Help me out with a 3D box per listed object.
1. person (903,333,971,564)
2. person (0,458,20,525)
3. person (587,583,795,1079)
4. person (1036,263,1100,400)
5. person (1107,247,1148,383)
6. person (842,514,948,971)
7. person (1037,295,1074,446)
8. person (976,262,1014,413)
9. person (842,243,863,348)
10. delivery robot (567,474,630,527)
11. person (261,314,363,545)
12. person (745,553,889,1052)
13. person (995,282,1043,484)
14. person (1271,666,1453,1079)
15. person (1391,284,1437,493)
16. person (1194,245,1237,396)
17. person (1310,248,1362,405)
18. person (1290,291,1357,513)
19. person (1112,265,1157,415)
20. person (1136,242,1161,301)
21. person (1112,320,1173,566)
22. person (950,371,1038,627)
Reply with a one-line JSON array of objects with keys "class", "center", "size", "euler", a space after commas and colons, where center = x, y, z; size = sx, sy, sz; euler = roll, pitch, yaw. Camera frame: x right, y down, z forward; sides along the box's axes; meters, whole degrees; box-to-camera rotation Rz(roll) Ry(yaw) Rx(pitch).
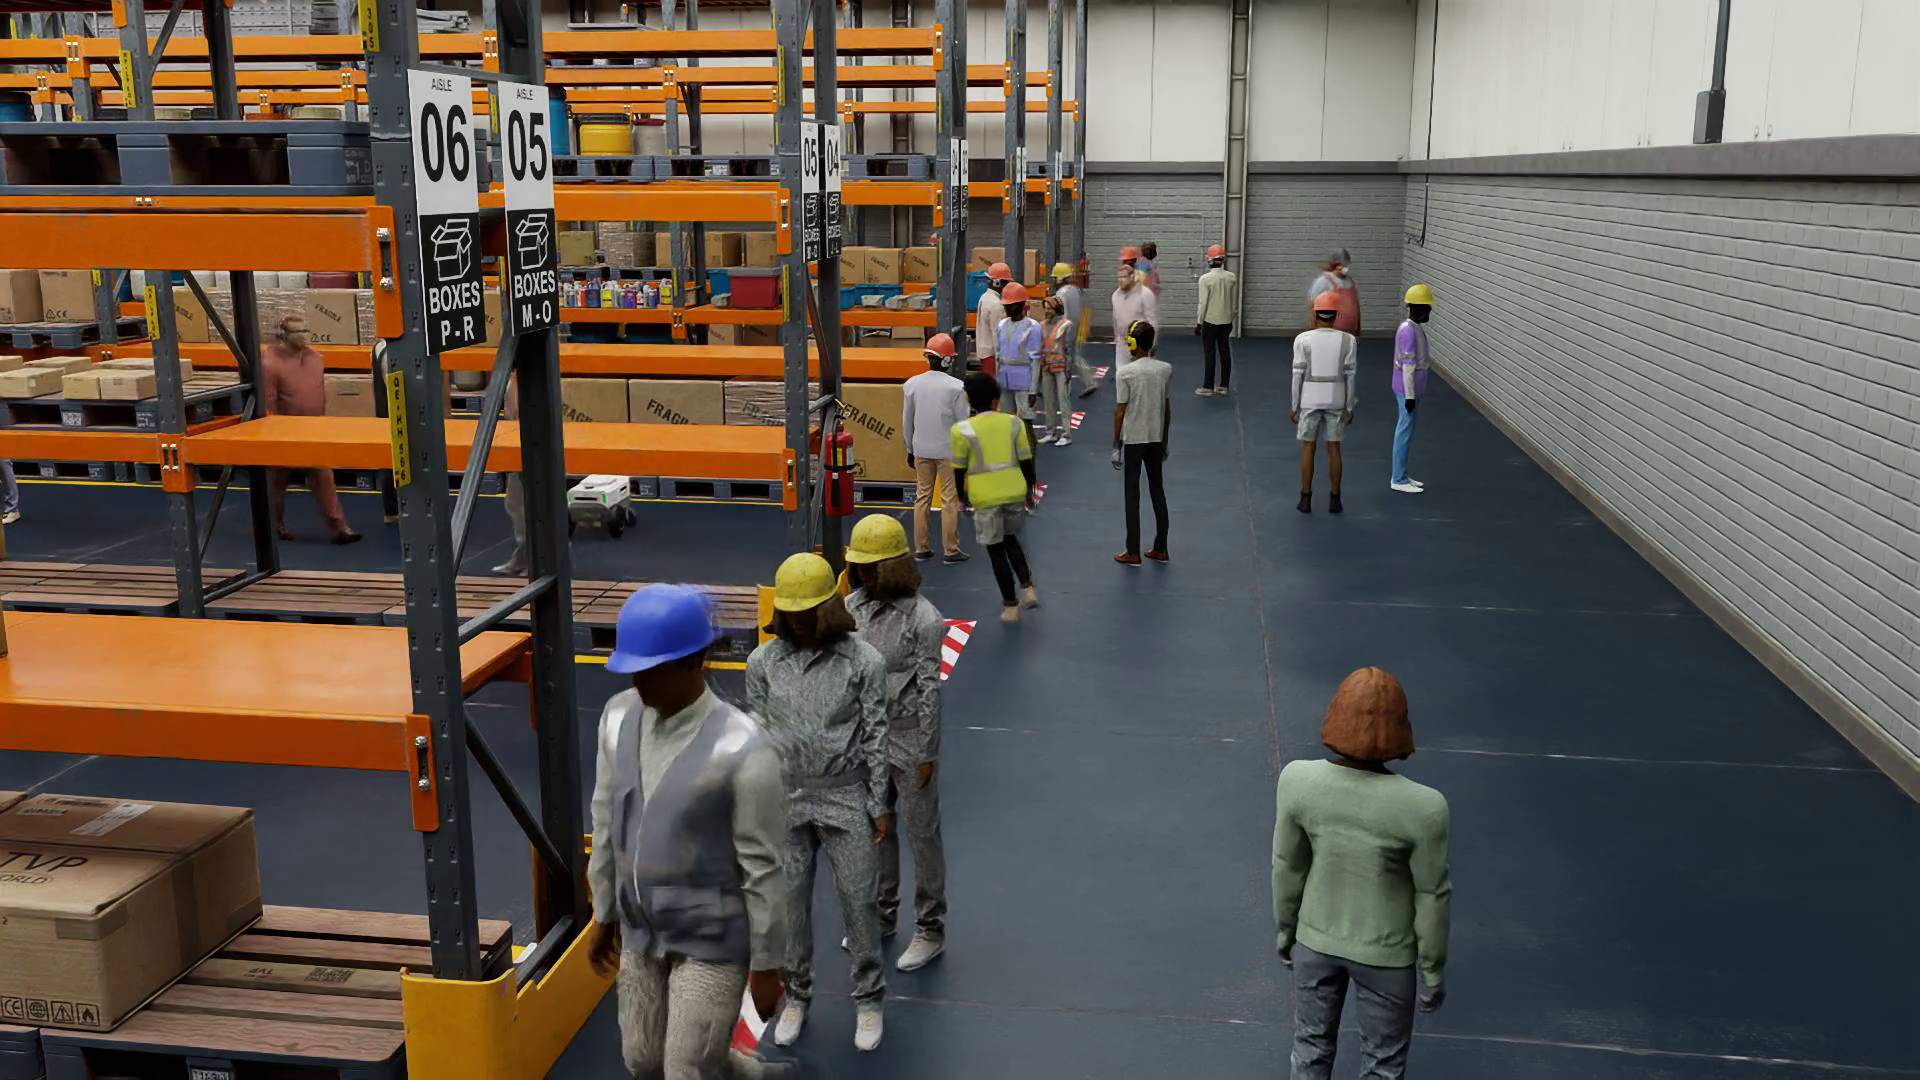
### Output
[{"class": "person", "center": [-0.155, -0.695, 12.663], "size": [0.574, 1.749, 0.337], "euler": [7, 14, 27]}, {"class": "person", "center": [-8.239, -0.997, 13.998], "size": [0.533, 1.767, 0.327], "euler": [3, 13, 13]}, {"class": "person", "center": [-0.699, 1.026, 4.505], "size": [0.619, 1.921, 0.716], "euler": [9, 16, 36]}, {"class": "person", "center": [1.403, -2.708, 21.663], "size": [0.900, 1.797, 0.588], "euler": [7, 14, 28]}, {"class": "person", "center": [2.296, -3.149, 23.375], "size": [0.833, 1.908, 0.574], "euler": [-7, 14, -30]}, {"class": "person", "center": [-0.269, 0.748, 6.200], "size": [0.481, 1.734, 0.350], "euler": [9, 15, 35]}, {"class": "person", "center": [1.040, -1.847, 18.145], "size": [0.312, 1.632, 0.526], "euler": [-12, 17, -43]}, {"class": "person", "center": [0.382, -2.043, 18.233], "size": [0.410, 1.981, 0.629], "euler": [-3, 13, -12]}, {"class": "person", "center": [-1.758, -3.802, 26.485], "size": [0.429, 1.846, 0.625], "euler": [7, 14, 27]}, {"class": "delivery robot", "center": [-2.981, -0.378, 13.747], "size": [0.477, 0.478, 0.707], "euler": [1, 13, 5]}, {"class": "person", "center": [-5.259, -0.868, 13.237], "size": [1.008, 1.849, 0.660], "euler": [8, 15, 33]}, {"class": "person", "center": [-0.485, 0.883, 5.599], "size": [0.491, 1.730, 0.324], "euler": [2, 13, 8]}, {"class": "person", "center": [0.519, -1.472, 15.779], "size": [0.545, 1.928, 0.383], "euler": [12, 17, 43]}, {"class": "person", "center": [1.107, 1.146, 4.623], "size": [0.507, 1.635, 0.279], "euler": [8, 15, 33]}, {"class": "person", "center": [4.214, -1.411, 15.499], "size": [0.367, 1.926, 0.594], "euler": [4, 13, 16]}, {"class": "person", "center": [3.398, -2.921, 22.160], "size": [0.611, 1.996, 0.378], "euler": [-7, 14, -28]}, {"class": "person", "center": [4.877, -2.808, 21.548], "size": [0.692, 2.000, 1.008], "euler": [-8, 15, -32]}, {"class": "person", "center": [3.165, -1.200, 14.528], "size": [0.552, 1.932, 0.377], "euler": [2, 13, 7]}, {"class": "person", "center": [2.191, -2.456, 20.419], "size": [0.654, 1.853, 0.710], "euler": [10, 16, 39]}, {"class": "person", "center": [3.033, -3.897, 26.933], "size": [0.430, 1.838, 0.658], "euler": [3, 13, 12]}, {"class": "person", "center": [1.377, -0.728, 12.592], "size": [0.510, 1.859, 0.334], "euler": [-6, 14, -25]}, {"class": "person", "center": [0.225, -0.265, 10.903], "size": [0.529, 1.658, 0.519], "euler": [-6, 14, -25]}]
